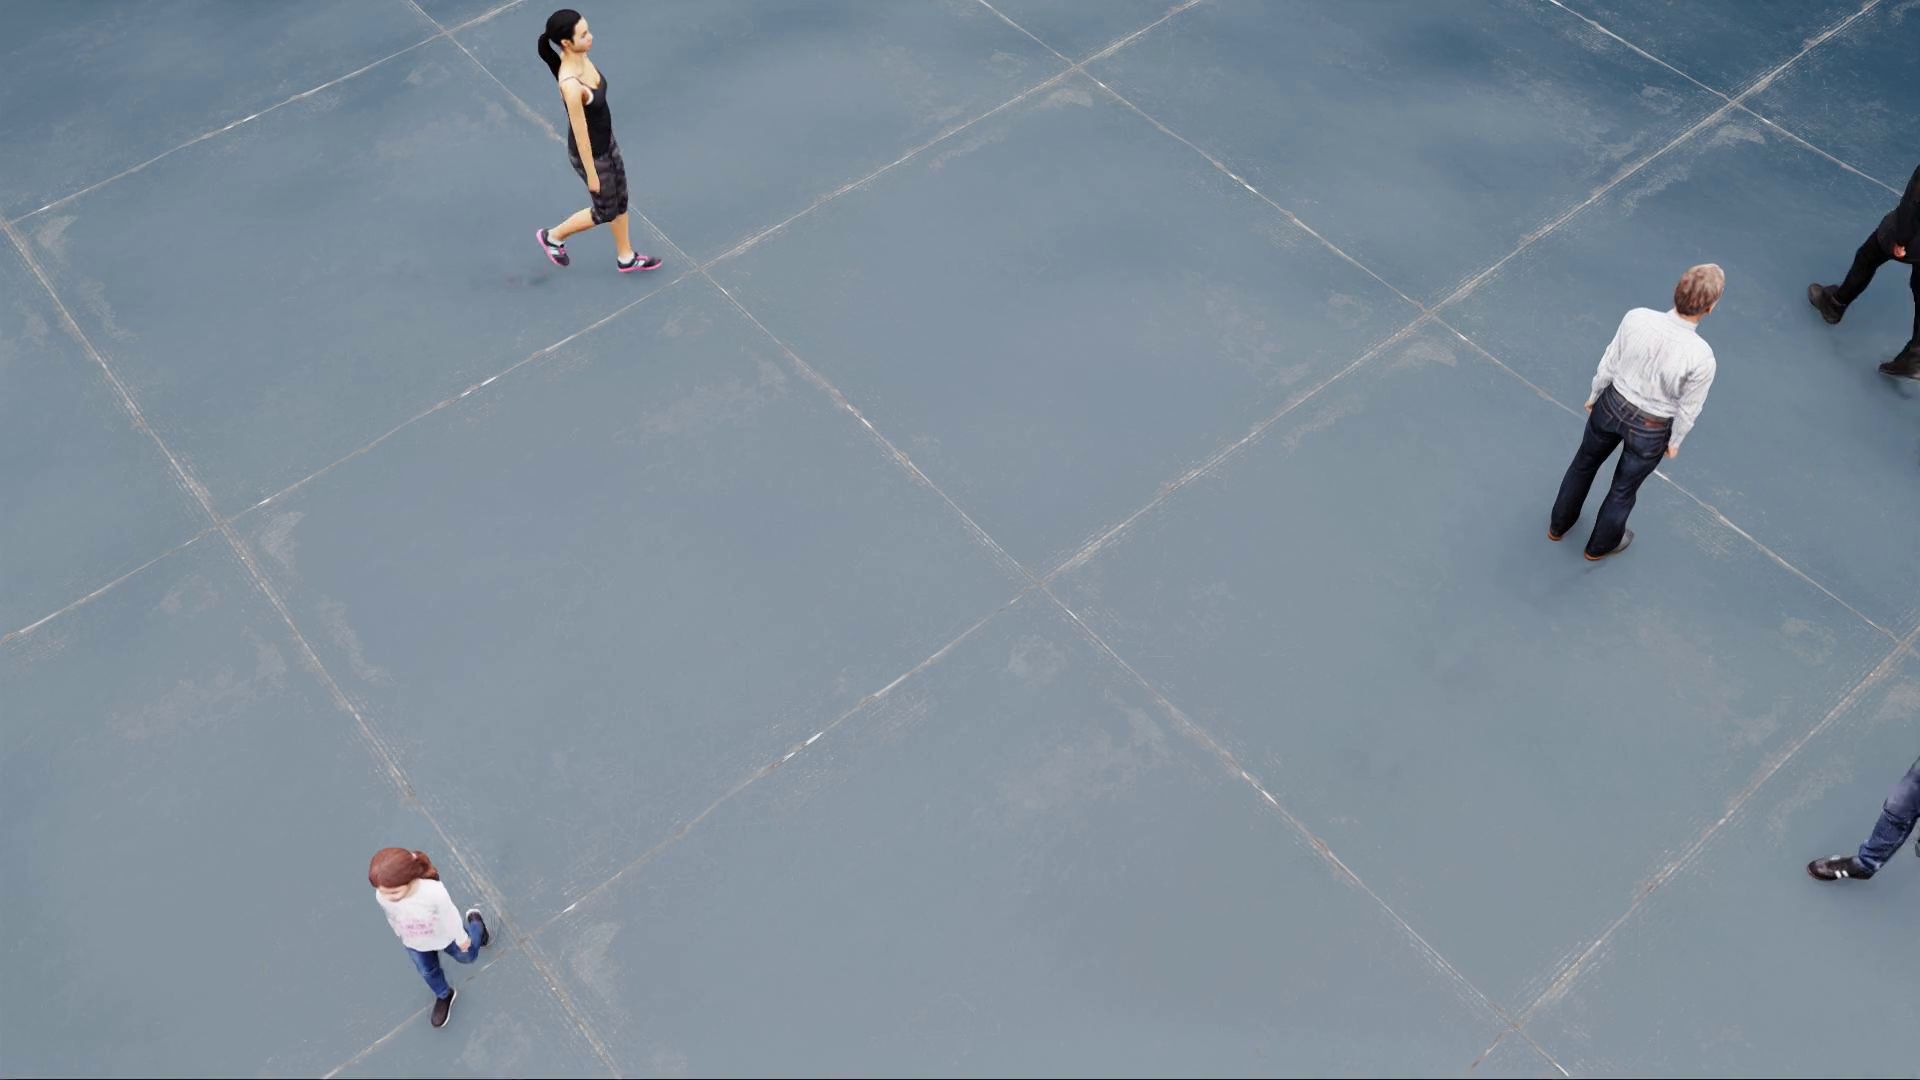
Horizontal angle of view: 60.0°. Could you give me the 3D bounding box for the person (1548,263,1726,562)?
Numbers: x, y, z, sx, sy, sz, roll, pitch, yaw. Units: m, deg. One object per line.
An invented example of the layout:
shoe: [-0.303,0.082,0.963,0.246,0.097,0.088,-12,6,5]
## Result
person: [3.192,-0.596,7.853,0.557,1.818,0.658,-37,61,-25]

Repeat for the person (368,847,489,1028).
person: [-2.108,1.522,6.666,0.697,1.102,0.734,0,52,0]

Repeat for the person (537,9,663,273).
person: [-2.099,-2.110,9.094,0.996,1.710,0.882,-3,52,-3]

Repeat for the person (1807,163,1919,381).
person: [5.087,-1.585,8.662,1.148,1.750,1.009,-10,53,-8]
